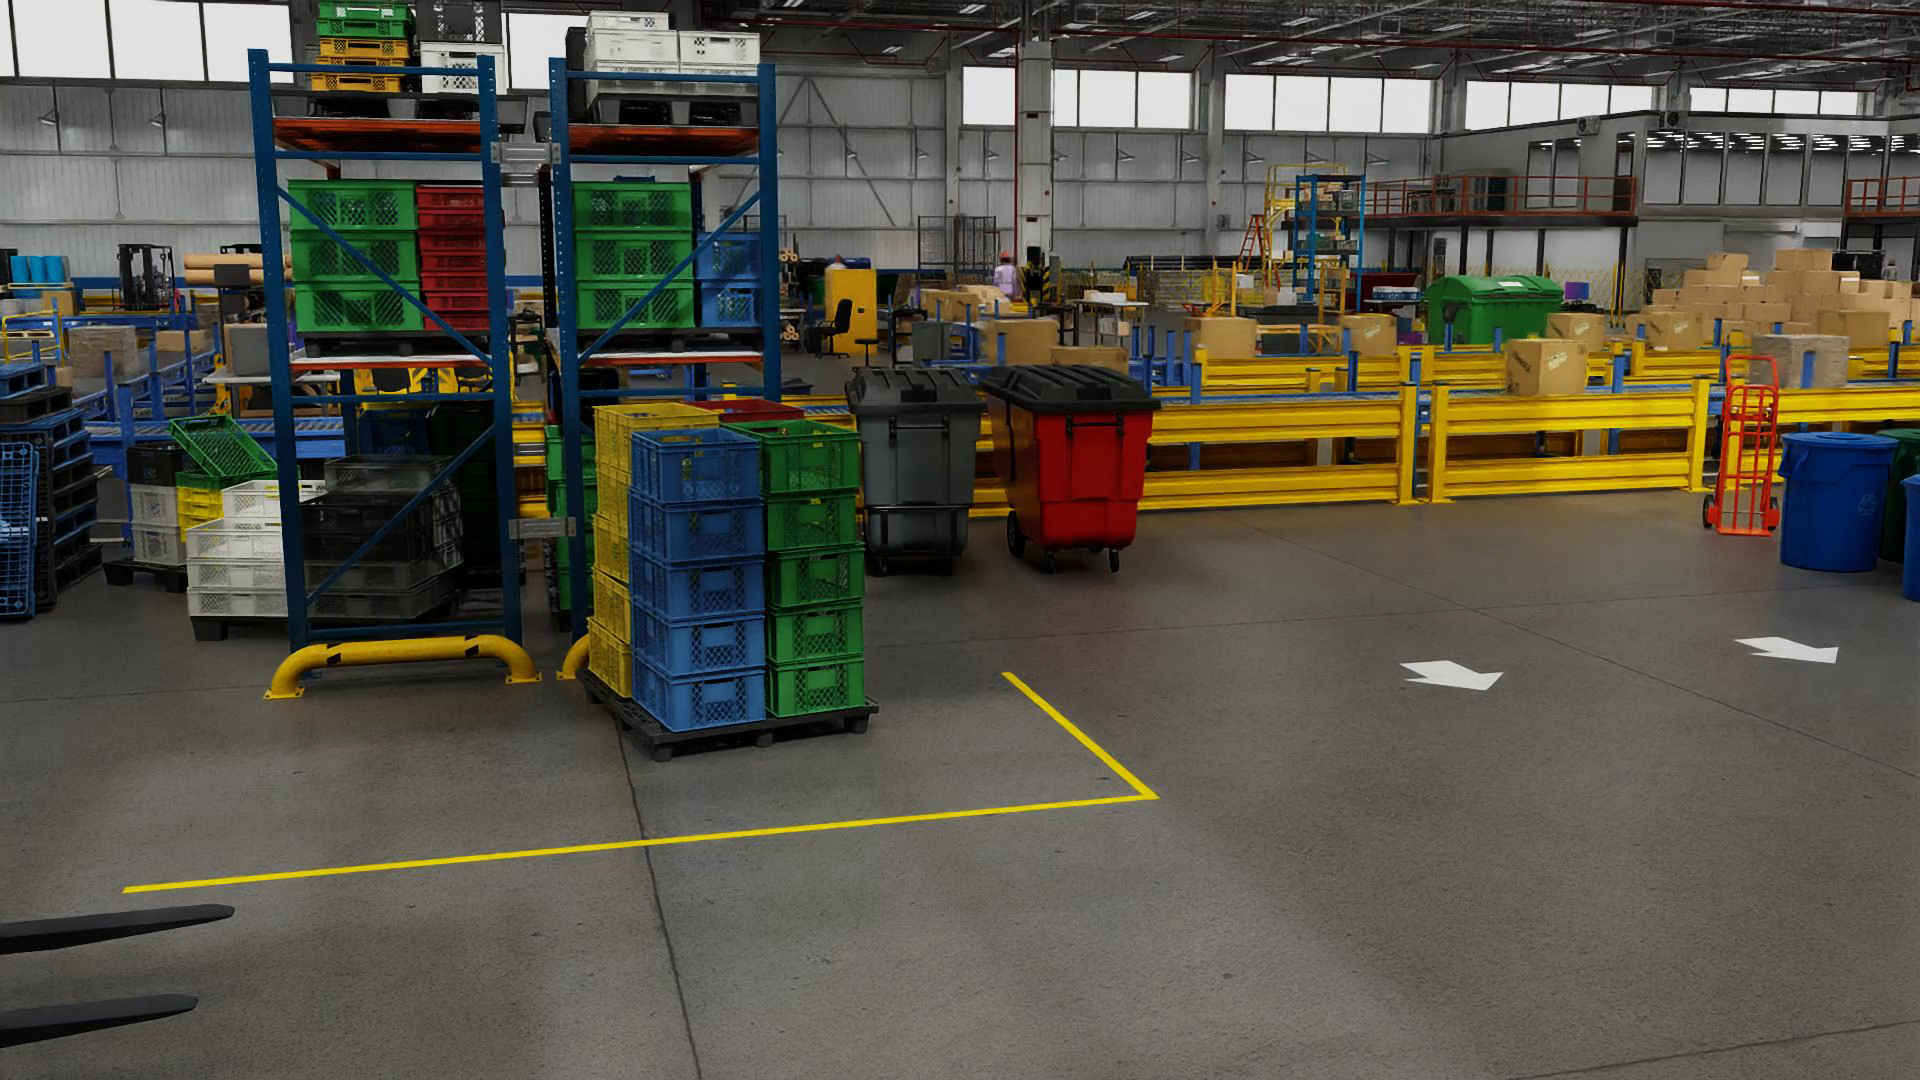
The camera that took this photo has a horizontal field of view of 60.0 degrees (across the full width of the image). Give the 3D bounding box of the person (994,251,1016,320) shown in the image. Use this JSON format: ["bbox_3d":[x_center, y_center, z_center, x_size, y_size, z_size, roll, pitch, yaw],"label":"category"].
[{"bbox_3d":[1.155,-6.189,41.477,0.609,2.021,0.850,-6,11,-29],"label":"person"}]

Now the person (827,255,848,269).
[{"bbox_3d":[-3.509,-7.373,48.550,0.661,1.878,0.822,2,10,12],"label":"person"}]

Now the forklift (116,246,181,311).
[{"bbox_3d":[-19.966,-6.232,40.894,1.157,1.987,2.680,-3,10,-15],"label":"forklift"}]

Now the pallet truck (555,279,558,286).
[{"bbox_3d":[-10.604,-6.375,44.520,0.653,1.274,1.630,-3,10,-15],"label":"pallet truck"}]

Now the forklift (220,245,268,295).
[{"bbox_3d":[-17.749,-6.334,41.440,1.157,1.987,2.680,-3,10,-17],"label":"forklift"}]
